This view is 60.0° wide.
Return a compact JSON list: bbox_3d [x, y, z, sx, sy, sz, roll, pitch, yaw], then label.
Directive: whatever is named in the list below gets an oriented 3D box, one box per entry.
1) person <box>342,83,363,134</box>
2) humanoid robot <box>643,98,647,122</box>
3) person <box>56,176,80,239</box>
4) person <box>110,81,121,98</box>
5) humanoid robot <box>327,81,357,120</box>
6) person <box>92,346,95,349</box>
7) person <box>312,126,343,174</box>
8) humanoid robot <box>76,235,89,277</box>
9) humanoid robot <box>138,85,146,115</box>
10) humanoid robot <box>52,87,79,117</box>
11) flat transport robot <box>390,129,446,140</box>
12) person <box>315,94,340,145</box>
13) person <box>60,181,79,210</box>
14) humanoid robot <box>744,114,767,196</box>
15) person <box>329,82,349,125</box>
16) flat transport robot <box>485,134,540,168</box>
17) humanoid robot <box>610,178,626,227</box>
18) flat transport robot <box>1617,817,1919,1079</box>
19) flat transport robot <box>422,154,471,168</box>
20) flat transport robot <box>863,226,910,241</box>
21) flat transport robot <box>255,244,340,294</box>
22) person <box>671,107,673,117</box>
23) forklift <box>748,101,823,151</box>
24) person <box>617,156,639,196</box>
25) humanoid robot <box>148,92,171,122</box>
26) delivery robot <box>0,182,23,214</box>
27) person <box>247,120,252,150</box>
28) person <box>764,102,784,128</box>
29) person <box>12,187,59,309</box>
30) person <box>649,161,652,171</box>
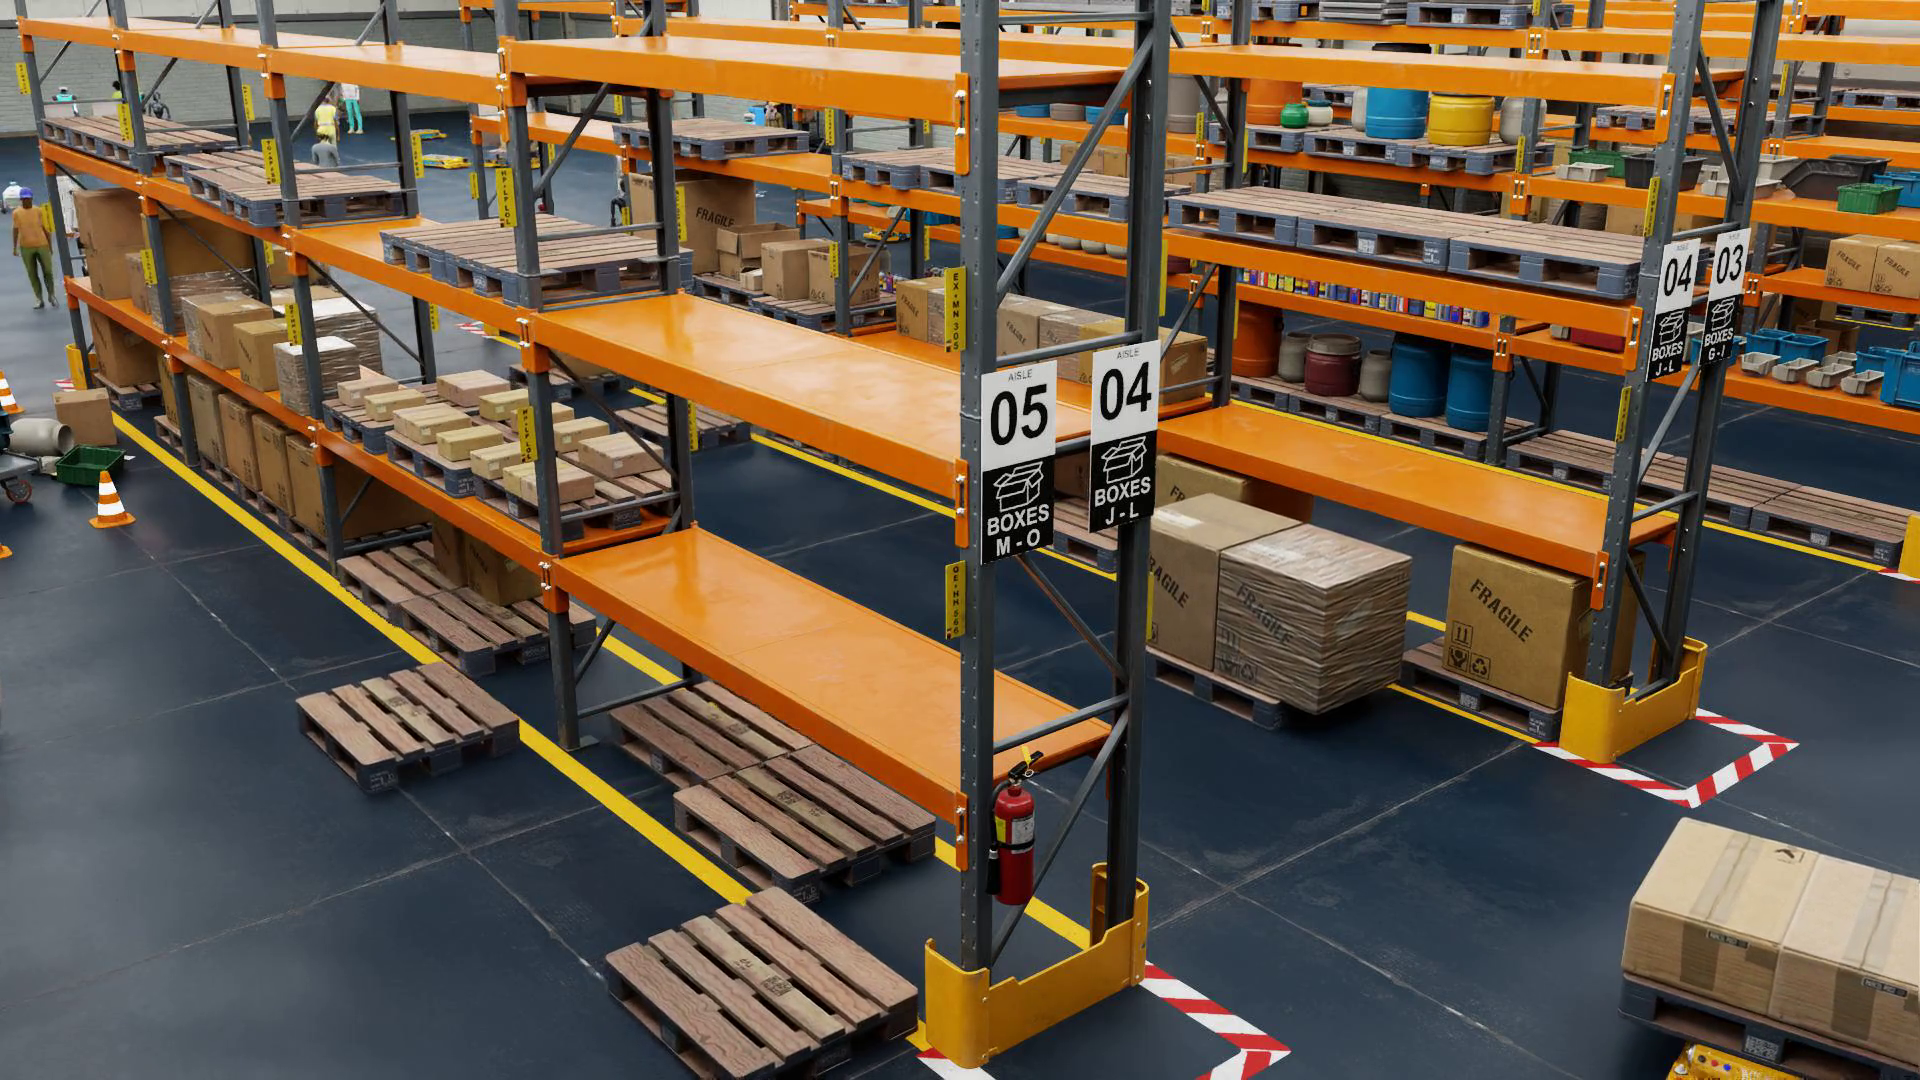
[{"bbox_3d":[-17.114,-12.405,46.783,0.480,1.909,0.363,2,19,6],"label":"person"},{"bbox_3d":[-8.429,-11.739,45.322,0.785,1.643,0.591,-5,20,-15],"label":"humanoid robot"},{"bbox_3d":[-15.693,-6.259,29.344,0.601,1.863,0.594,-9,21,-24],"label":"person"},{"bbox_3d":[-22.001,-11.241,43.806,0.582,1.671,0.338,-4,20,-12],"label":"person"},{"bbox_3d":[-18.735,-13.593,50.484,0.559,1.833,0.892,17,25,39],"label":"humanoid robot"},{"bbox_3d":[-10.613,-3.331,20.977,0.841,1.903,0.673,-5,20,-15],"label":"person"},{"bbox_3d":[-12.027,-6.973,31.565,0.521,1.730,0.835,6,20,16],"label":"person"},{"bbox_3d":[-10.263,-3.038,20.167,0.533,1.677,0.735,-15,24,-37],"label":"humanoid robot"},{"bbox_3d":[-20.624,-10.395,41.418,0.874,1.856,0.556,14,24,34],"label":"humanoid robot"},{"bbox_3d":[-21.662,-10.112,40.513,0.556,1.743,1.023,-17,26,-41],"label":"humanoid robot"},{"bbox_3d":[-14.741,-11.004,45.253,0.659,0.231,1.431,9,21,24],"label":"flat transport robot"},{"bbox_3d":[-14.334,-9.187,37.689,0.521,1.862,0.919,-9,21,-24],"label":"person"},{"bbox_3d":[-17.504,-7.257,32.392,0.567,1.714,0.782,1,19,3],"label":"person"},{"bbox_3d":[-4.460,-7.817,33.946,0.980,1.725,0.550,-1,19,-2],"label":"humanoid robot"},{"bbox_3d":[-18.437,-13.245,49.243,0.516,1.855,0.737,16,25,38],"label":"person"},{"bbox_3d":[-10.455,-8.962,39.442,1.431,0.231,0.659,4,20,12],"label":"flat transport robot"},{"bbox_3d":[-4.919,-4.522,24.664,0.599,1.655,0.315,-15,24,-37],"label":"humanoid robot"},{"bbox_3d":[3.718,2.232,7.584,0.659,0.231,1.431,13,23,33],"label":"flat transport robot"},{"bbox_3d":[-12.404,-8.995,39.535,1.431,0.231,0.659,11,22,28],"label":"flat transport robot"},{"bbox_3d":[-0.957,-5.503,29.598,1.431,0.231,0.659,-15,24,-37],"label":"flat transport robot"},{"bbox_3d":[-9.581,-3.400,23.612,1.431,0.231,0.659,-1,19,-3],"label":"flat transport robot"},{"bbox_3d":[-7.716,-11.113,43.004,0.427,1.974,0.619,18,26,41],"label":"person"},{"bbox_3d":[-4.526,-11.368,42.374,1.129,2.768,1.873,-15,24,-37],"label":"forklift"},{"bbox_3d":[-5.657,-6.049,28.619,0.417,1.941,0.618,2,20,7],"label":"person"},{"bbox_3d":[-19.530,-10.131,40.691,0.602,1.634,0.603,2,19,6],"label":"humanoid robot"},{"bbox_3d":[-18.493,-6.693,32.553,0.499,0.595,0.791,-8,21,-21],"label":"delivery robot"},{"bbox_3d":[-18.035,-10.621,41.781,0.398,1.848,0.778,-3,20,-9],"label":"person"},{"bbox_3d":[-4.185,-9.043,37.419,0.537,1.760,0.401,10,22,27],"label":"person"},{"bbox_3d":[-13.105,-4.118,23.494,0.497,1.707,0.386,-7,20,-18],"label":"person"},{"bbox_3d":[-6.034,-7.551,33.211,0.340,1.738,0.474,8,21,21],"label":"person"}]
